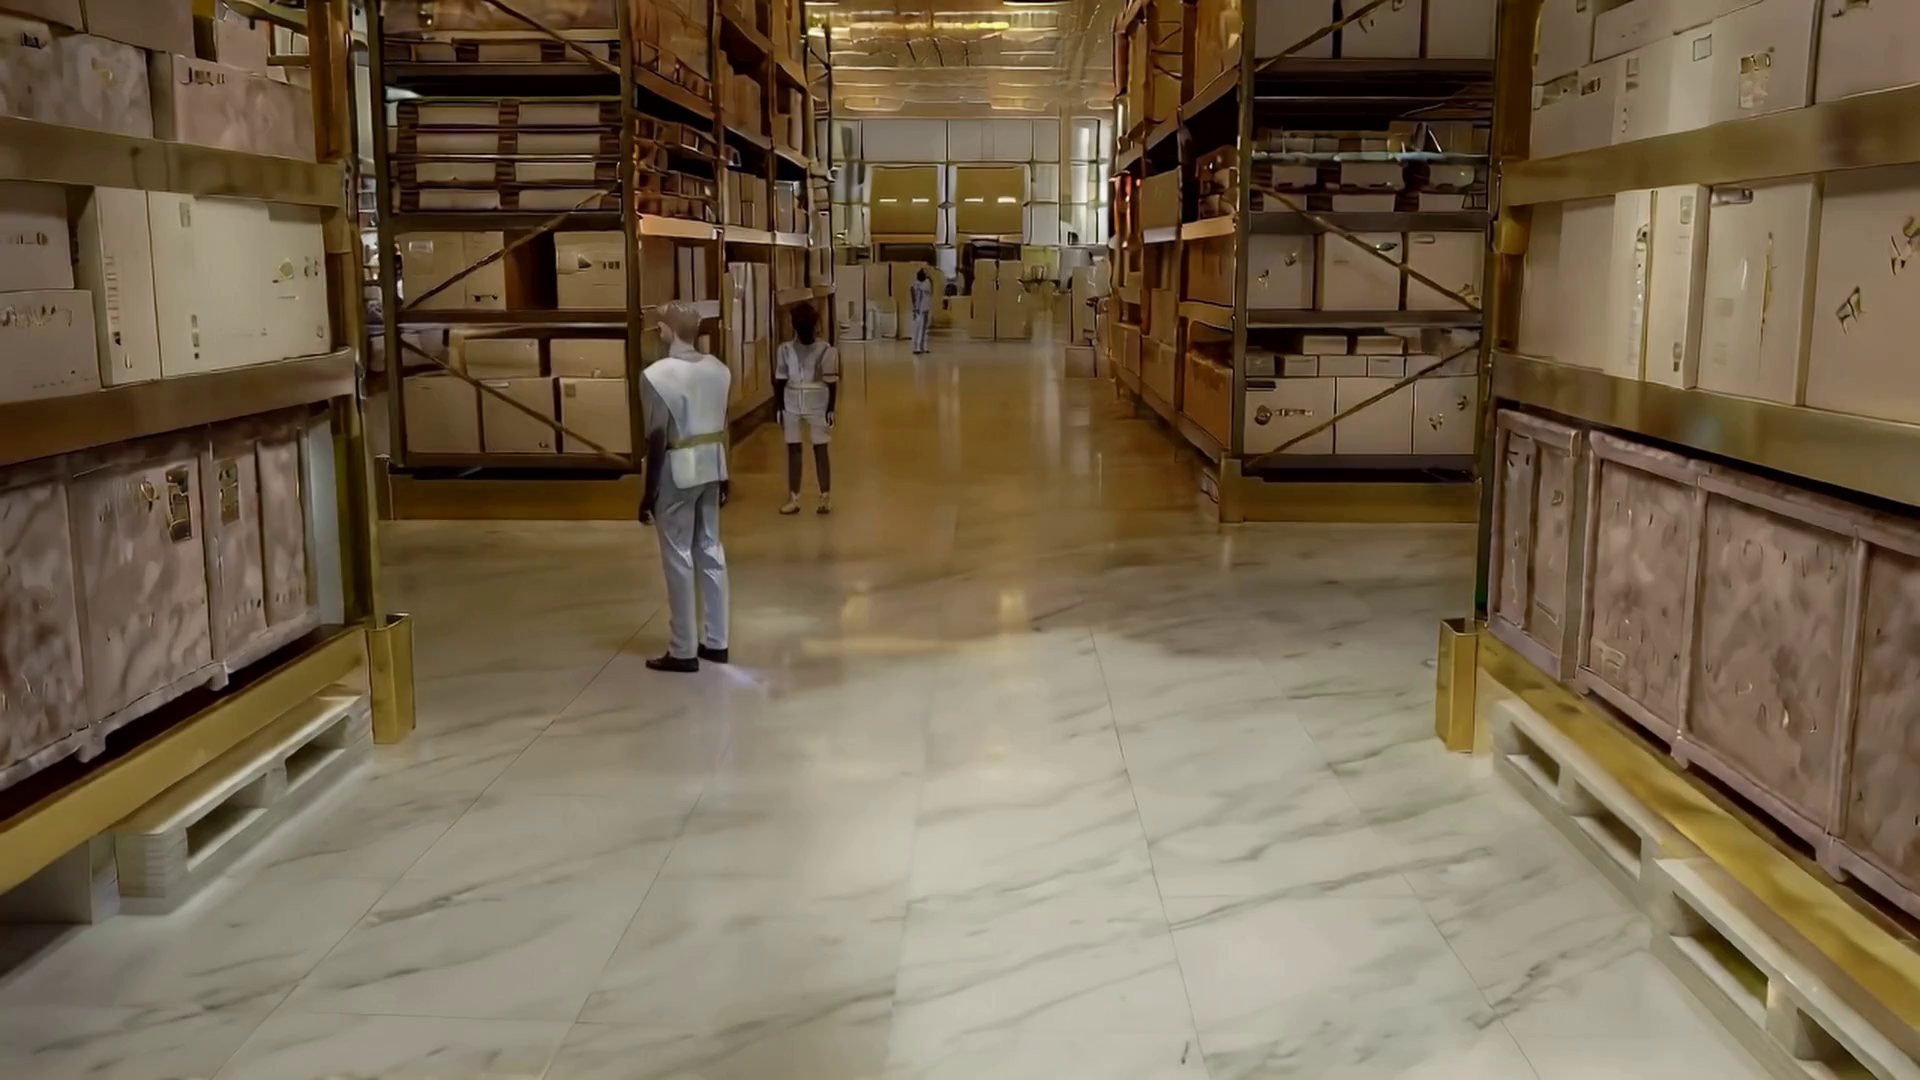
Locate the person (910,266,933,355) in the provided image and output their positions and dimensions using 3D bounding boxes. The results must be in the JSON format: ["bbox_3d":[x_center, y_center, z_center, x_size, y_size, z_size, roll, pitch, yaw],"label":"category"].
[{"bbox_3d":[-0.831,-5.025,36.491,0.370,1.936,0.627,7,12,38],"label":"person"}]

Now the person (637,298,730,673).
[{"bbox_3d":[-1.346,-0.265,8.239,0.373,1.843,0.572,6,11,34],"label":"person"}]

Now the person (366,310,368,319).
[{"bbox_3d":[-21.801,-8.970,59.805,0.957,2.000,0.709,-3,10,-18],"label":"person"}]

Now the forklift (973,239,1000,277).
[{"bbox_3d":[0.914,-8.942,57.122,1.129,2.768,1.873,0,9,1],"label":"forklift"}]

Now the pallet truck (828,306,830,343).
[{"bbox_3d":[-3.100,-3.940,29.800,1.885,1.965,0.823,3,10,19],"label":"pallet truck"}]

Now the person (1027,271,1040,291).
[{"bbox_3d":[2.851,-9.602,64.604,0.536,1.699,0.322,-1,10,-8],"label":"person"}]

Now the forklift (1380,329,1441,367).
[{"bbox_3d":[8.242,-4.647,31.396,1.873,2.768,1.129,-9,13,-43],"label":"forklift"}]

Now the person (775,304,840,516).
[{"bbox_3d":[-1.228,-1.035,13.299,0.540,1.695,0.317,3,10,15],"label":"person"}]

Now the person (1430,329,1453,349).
[{"bbox_3d":[9.675,-4.469,33.330,0.919,1.903,0.553,-4,10,-21],"label":"person"}]

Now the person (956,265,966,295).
[{"bbox_3d":[0.047,-10.384,68.692,0.502,1.891,0.620,-2,10,-10],"label":"person"}]
